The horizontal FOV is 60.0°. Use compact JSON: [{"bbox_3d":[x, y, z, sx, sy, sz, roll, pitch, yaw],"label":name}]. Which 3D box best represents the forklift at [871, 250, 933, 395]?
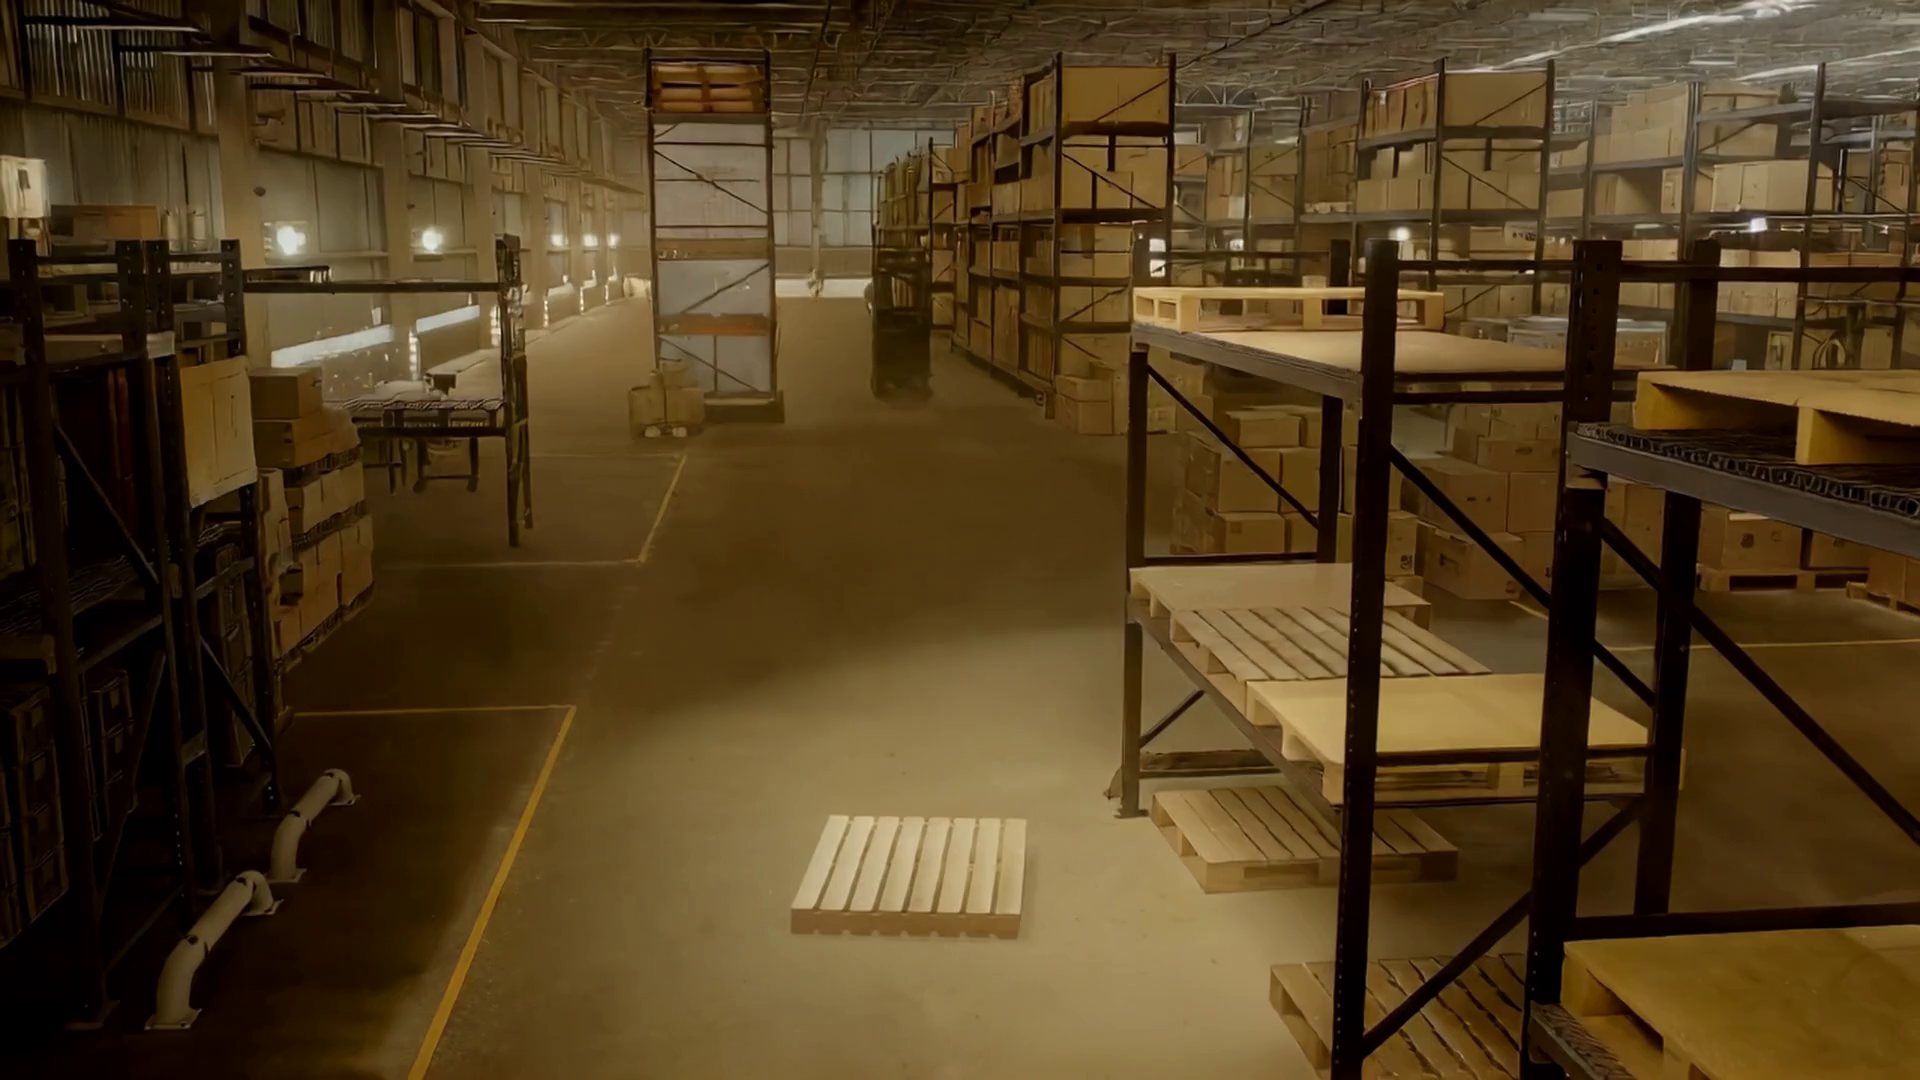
[{"bbox_3d":[-1.188,-4.323,32.885,1.129,2.768,1.873,-1,10,-6],"label":"forklift"}]

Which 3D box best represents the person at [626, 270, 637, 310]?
[{"bbox_3d":[-14.189,-10.798,71.951,0.483,1.735,0.341,-7,12,-33],"label":"person"}]

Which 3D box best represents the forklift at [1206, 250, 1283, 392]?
[{"bbox_3d":[5.792,-4.446,33.569,1.129,2.768,1.873,-1,10,-6],"label":"forklift"}]

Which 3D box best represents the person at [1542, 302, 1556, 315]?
[{"bbox_3d":[11.605,-3.816,33.044,0.639,1.819,0.852,-1,10,-7],"label":"person"}]

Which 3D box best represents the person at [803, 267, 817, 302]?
[{"bbox_3d":[-7.403,-12.577,81.943,0.765,1.696,0.583,-4,11,-23],"label":"person"}]

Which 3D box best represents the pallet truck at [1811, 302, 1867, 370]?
[{"bbox_3d":[15.846,-3.142,28.793,1.885,1.965,0.823,2,10,12],"label":"pallet truck"}]

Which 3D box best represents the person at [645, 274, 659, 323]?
[{"bbox_3d":[-11.279,-8.882,61.136,0.582,1.810,0.920,-3,11,-14],"label":"person"}]

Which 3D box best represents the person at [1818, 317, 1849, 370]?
[{"bbox_3d":[12.814,-2.323,24.506,0.385,1.910,0.593,6,12,31],"label":"person"}]

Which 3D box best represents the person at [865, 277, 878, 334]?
[{"bbox_3d":[-2.727,-7.574,53.753,0.656,1.862,1.011,-2,10,-12],"label":"person"}]
